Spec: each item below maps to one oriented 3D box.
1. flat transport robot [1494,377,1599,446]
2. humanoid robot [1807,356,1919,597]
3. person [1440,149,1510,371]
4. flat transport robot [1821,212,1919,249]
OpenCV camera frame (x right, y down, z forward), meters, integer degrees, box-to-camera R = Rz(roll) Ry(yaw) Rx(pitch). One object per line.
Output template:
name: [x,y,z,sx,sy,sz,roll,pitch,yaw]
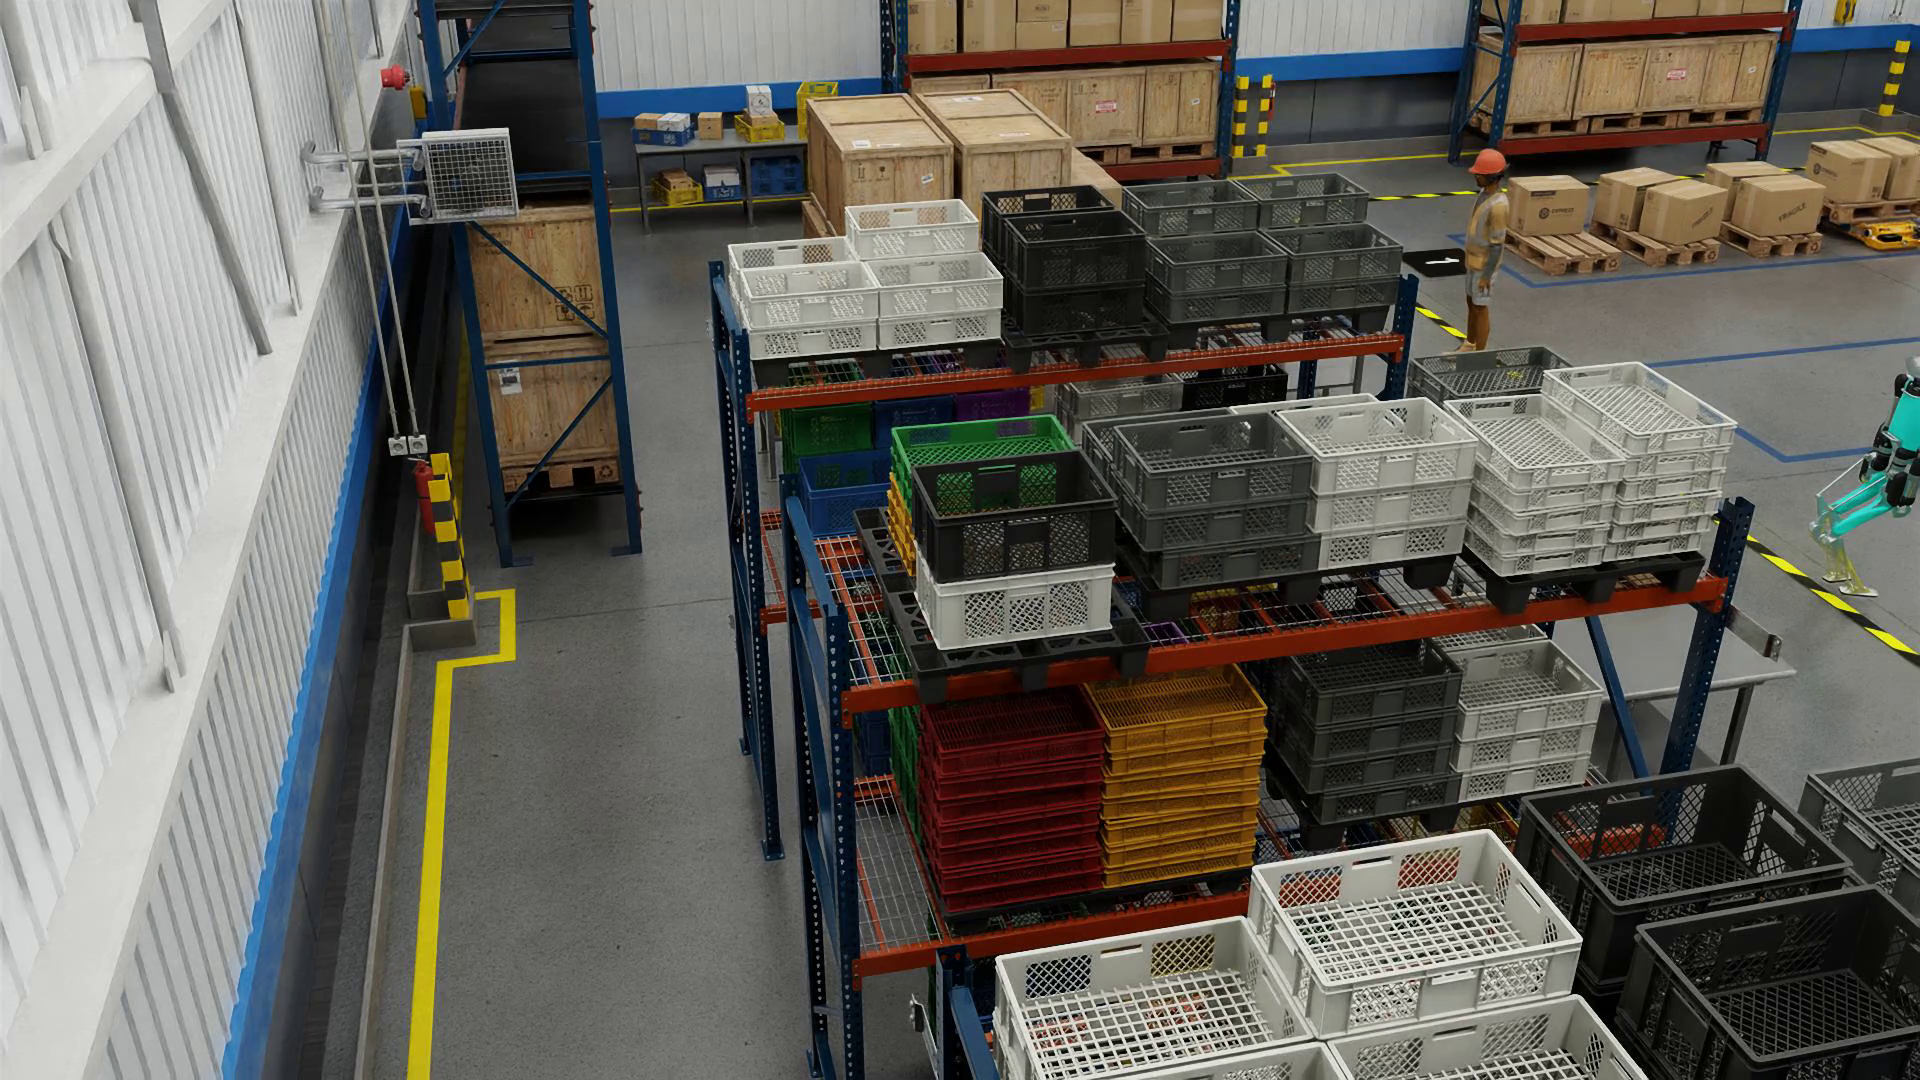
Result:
flat transport robot: [4.780,-1.036,14.013,0.659,0.231,1.431,-6,28,-12]
humanoid robot: [6.054,-0.417,11.124,0.735,1.673,0.533,-1,28,-3]
person: [4.626,-2.472,14.844,0.390,2.037,0.604,1,28,2]
flat transport robot: [10.240,-3.631,18.905,0.652,0.197,1.431,-6,28,-12]
